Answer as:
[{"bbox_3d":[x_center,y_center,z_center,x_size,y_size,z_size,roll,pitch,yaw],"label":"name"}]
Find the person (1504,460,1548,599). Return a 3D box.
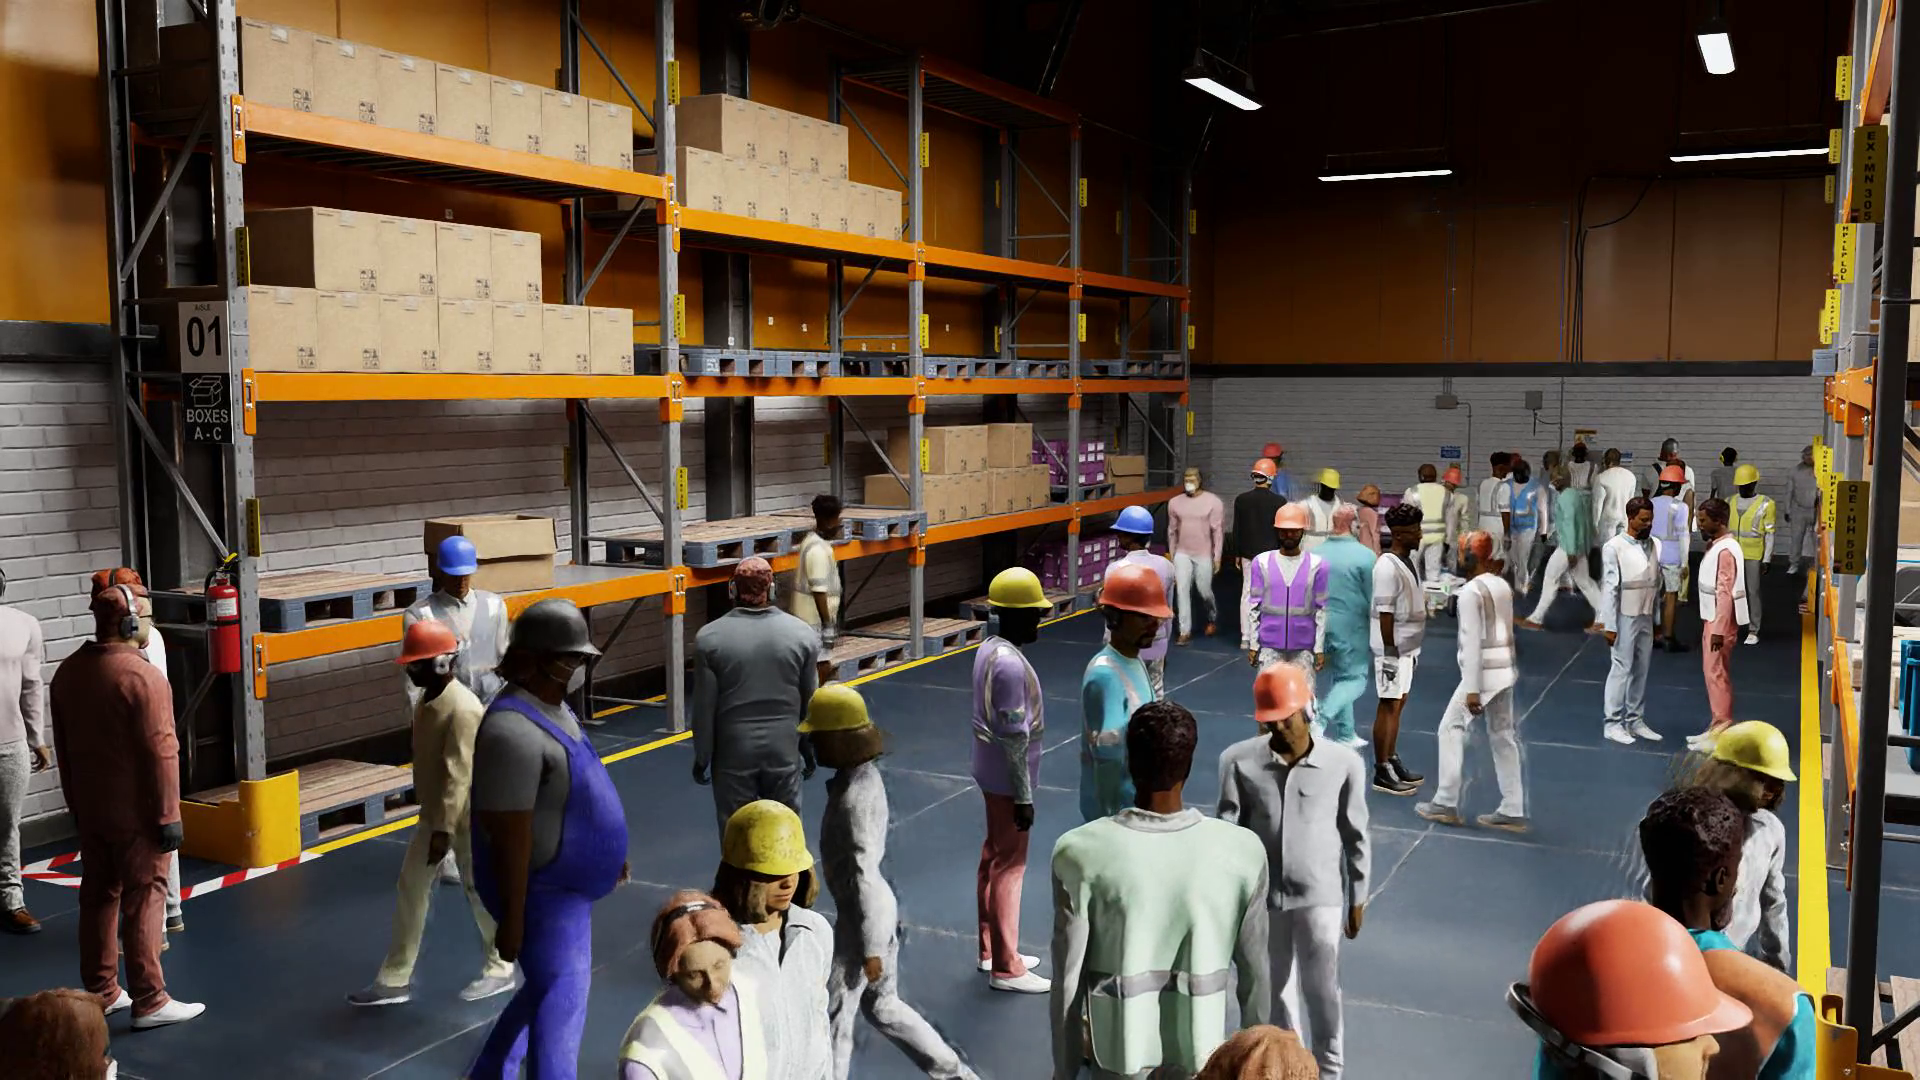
[{"bbox_3d":[7.326,-0.155,21.711,0.616,1.794,0.929,5,7,42],"label":"person"}]

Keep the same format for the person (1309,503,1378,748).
[{"bbox_3d":[2.806,0.667,12.343,0.769,1.886,0.630,-3,6,-33],"label":"person"}]

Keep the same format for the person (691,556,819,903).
[{"bbox_3d":[-1.019,1.033,8.278,0.652,1.906,0.402,-2,6,-18],"label":"person"}]

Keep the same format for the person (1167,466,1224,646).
[{"bbox_3d":[2.510,0.155,17.723,0.637,1.899,0.787,2,6,24],"label":"person"}]

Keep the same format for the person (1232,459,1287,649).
[{"bbox_3d":[3.145,0.150,17.303,0.622,1.992,0.396,4,6,35],"label":"person"}]

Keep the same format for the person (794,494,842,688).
[{"bbox_3d":[-1.097,0.597,12.884,0.371,1.931,0.738,-1,5,-7],"label":"person"}]

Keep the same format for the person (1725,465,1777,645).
[{"bbox_3d":[8.336,0.155,17.662,0.378,1.918,0.585,-4,7,-36],"label":"person"}]

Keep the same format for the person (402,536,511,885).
[{"bbox_3d":[-2.771,0.935,9.226,0.616,1.933,0.418,-4,7,-37],"label":"person"}]

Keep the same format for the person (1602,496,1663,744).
[{"bbox_3d":[5.179,0.610,12.842,0.598,1.908,0.402,-3,6,-31],"label":"person"}]

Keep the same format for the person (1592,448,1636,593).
[{"bbox_3d":[8.636,-0.251,22.004,0.622,1.932,0.368,-2,6,-17],"label":"person"}]

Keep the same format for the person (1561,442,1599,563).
[{"bbox_3d":[9.600,-0.579,25.824,0.571,1.877,0.353,2,6,20],"label":"person"}]

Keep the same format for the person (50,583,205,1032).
[{"bbox_3d":[-3.573,1.137,7.162,0.651,1.906,0.403,3,6,26],"label":"person"}]

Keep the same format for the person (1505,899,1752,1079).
[{"bbox_3d":[0.960,1.523,2.514,0.374,1.997,0.614,1,6,15],"label":"person"}]

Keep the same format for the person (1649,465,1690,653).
[{"bbox_3d":[7.309,0.193,17.168,0.377,1.932,0.552,-3,6,-26],"label":"person"}]

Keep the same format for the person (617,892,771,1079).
[{"bbox_3d":[-0.566,1.590,3.933,0.720,1.593,0.567,4,7,38],"label":"person"}]

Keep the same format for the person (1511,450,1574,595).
[{"bbox_3d":[7.810,-0.243,22.096,0.620,1.883,1.003,-2,6,-22],"label":"person"}]

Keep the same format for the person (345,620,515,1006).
[{"bbox_3d":[-2.335,1.212,7.301,0.808,1.714,0.583,-5,7,-43],"label":"person"}]

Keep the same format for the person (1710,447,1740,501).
[{"bbox_3d":[11.170,-0.421,24.199,0.503,1.862,0.329,1,6,15],"label":"person"}]

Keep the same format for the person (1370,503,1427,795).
[{"bbox_3d":[2.980,0.725,11.289,0.369,1.964,0.634,3,6,27],"label":"person"}]

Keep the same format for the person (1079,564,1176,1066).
[{"bbox_3d":[0.682,1.108,6.760,0.385,2.037,0.615,1,5,13],"label":"person"}]

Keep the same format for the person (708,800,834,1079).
[{"bbox_3d":[-0.475,1.499,4.124,0.295,1.743,0.493,5,7,41],"label":"person"}]

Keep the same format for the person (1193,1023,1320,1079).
[{"bbox_3d":[0.553,1.679,3.083,0.857,1.583,0.496,-5,7,-41],"label":"person"}]

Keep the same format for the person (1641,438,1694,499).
[{"bbox_3d":[9.693,-0.376,22.727,0.682,2.000,0.537,4,7,37],"label":"person"}]

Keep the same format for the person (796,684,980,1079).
[{"bbox_3d":[-0.297,1.347,5.889,0.777,1.711,0.490,0,5,0],"label":"person"}]

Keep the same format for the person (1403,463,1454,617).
[{"bbox_3d":[5.552,-0.004,19.857,0.673,1.824,0.543,0,5,-4],"label":"person"}]

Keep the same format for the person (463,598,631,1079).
[{"bbox_3d":[-1.520,1.184,5.934,0.661,2.000,0.699,-1,5,-9],"label":"person"}]

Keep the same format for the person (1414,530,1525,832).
[{"bbox_3d":[3.164,0.865,10.345,0.789,1.853,0.614,5,7,44],"label":"person"}]

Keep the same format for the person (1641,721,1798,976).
[{"bbox_3d":[2.454,1.408,5.352,0.498,1.681,0.943,-3,6,-25],"label":"person"}]

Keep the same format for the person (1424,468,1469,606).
[{"bbox_3d":[6.036,-0.036,20.677,0.568,1.737,0.387,0,5,3],"label":"person"}]

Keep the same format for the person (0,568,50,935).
[{"bbox_3d":[-4.839,1.024,8.228,0.371,1.935,0.627,4,7,38],"label":"person"}]

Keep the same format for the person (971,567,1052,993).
[{"bbox_3d":[0.237,1.084,7.617,0.363,1.928,0.587,-1,5,-9],"label":"person"}]

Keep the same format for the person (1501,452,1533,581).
[{"bbox_3d":[7.572,-0.288,22.854,0.957,1.847,0.581,-5,7,-44],"label":"person"}]

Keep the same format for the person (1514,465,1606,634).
[{"bbox_3d":[6.753,0.109,18.436,1.054,1.875,0.634,3,6,32],"label":"person"}]

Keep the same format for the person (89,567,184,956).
[{"bbox_3d":[-4.027,1.066,8.119,0.353,1.877,0.573,-1,5,-11],"label":"person"}]

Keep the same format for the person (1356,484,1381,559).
[{"bbox_3d":[4.629,0.185,18.860,0.289,1.632,0.497,-1,5,-13],"label":"person"}]

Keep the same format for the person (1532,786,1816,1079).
[{"bbox_3d":[1.498,1.469,3.520,0.379,1.918,0.597,-5,7,-41],"label":"person"}]

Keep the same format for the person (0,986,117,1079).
[{"bbox_3d":[-1.741,1.659,3.265,0.870,1.583,0.514,-2,6,-17],"label":"person"}]

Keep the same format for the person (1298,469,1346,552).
[{"bbox_3d":[4.076,0.082,19.009,0.609,1.829,1.153,-1,5,-11],"label":"person"}]

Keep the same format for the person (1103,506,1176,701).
[{"bbox_3d":[1.183,0.742,11.164,0.614,1.949,0.382,-4,7,-40],"label":"person"}]

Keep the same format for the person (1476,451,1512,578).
[{"bbox_3d":[6.504,-0.095,20.198,0.373,1.948,0.606,-2,6,-16],"label":"person"}]

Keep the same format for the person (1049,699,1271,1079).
[{"bbox_3d":[0.534,1.383,4.443,0.596,1.916,0.373,0,5,-2],"label":"person"}]

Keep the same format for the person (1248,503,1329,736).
[{"bbox_3d":[2.281,0.708,11.584,0.545,1.942,0.352,1,5,13],"label":"person"}]

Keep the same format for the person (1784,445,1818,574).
[{"bbox_3d":[12.274,-0.424,24.061,0.658,1.895,0.404,3,6,33],"label":"person"}]

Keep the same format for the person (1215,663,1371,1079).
[{"bbox_3d":[1.232,1.314,6.199,0.566,1.725,0.455,2,6,17],"label":"person"}]

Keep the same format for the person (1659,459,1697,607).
[{"bbox_3d":[8.914,-0.084,20.654,0.390,1.839,0.564,0,5,-5],"label":"person"}]

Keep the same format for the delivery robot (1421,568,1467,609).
[{"bbox_3d":[5.790,0.576,19.884,0.477,0.478,0.707,4,6,36],"label":"delivery robot"}]

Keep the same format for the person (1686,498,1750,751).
[{"bbox_3d":[5.729,0.637,12.561,0.410,1.907,0.599,2,6,17],"label":"person"}]
